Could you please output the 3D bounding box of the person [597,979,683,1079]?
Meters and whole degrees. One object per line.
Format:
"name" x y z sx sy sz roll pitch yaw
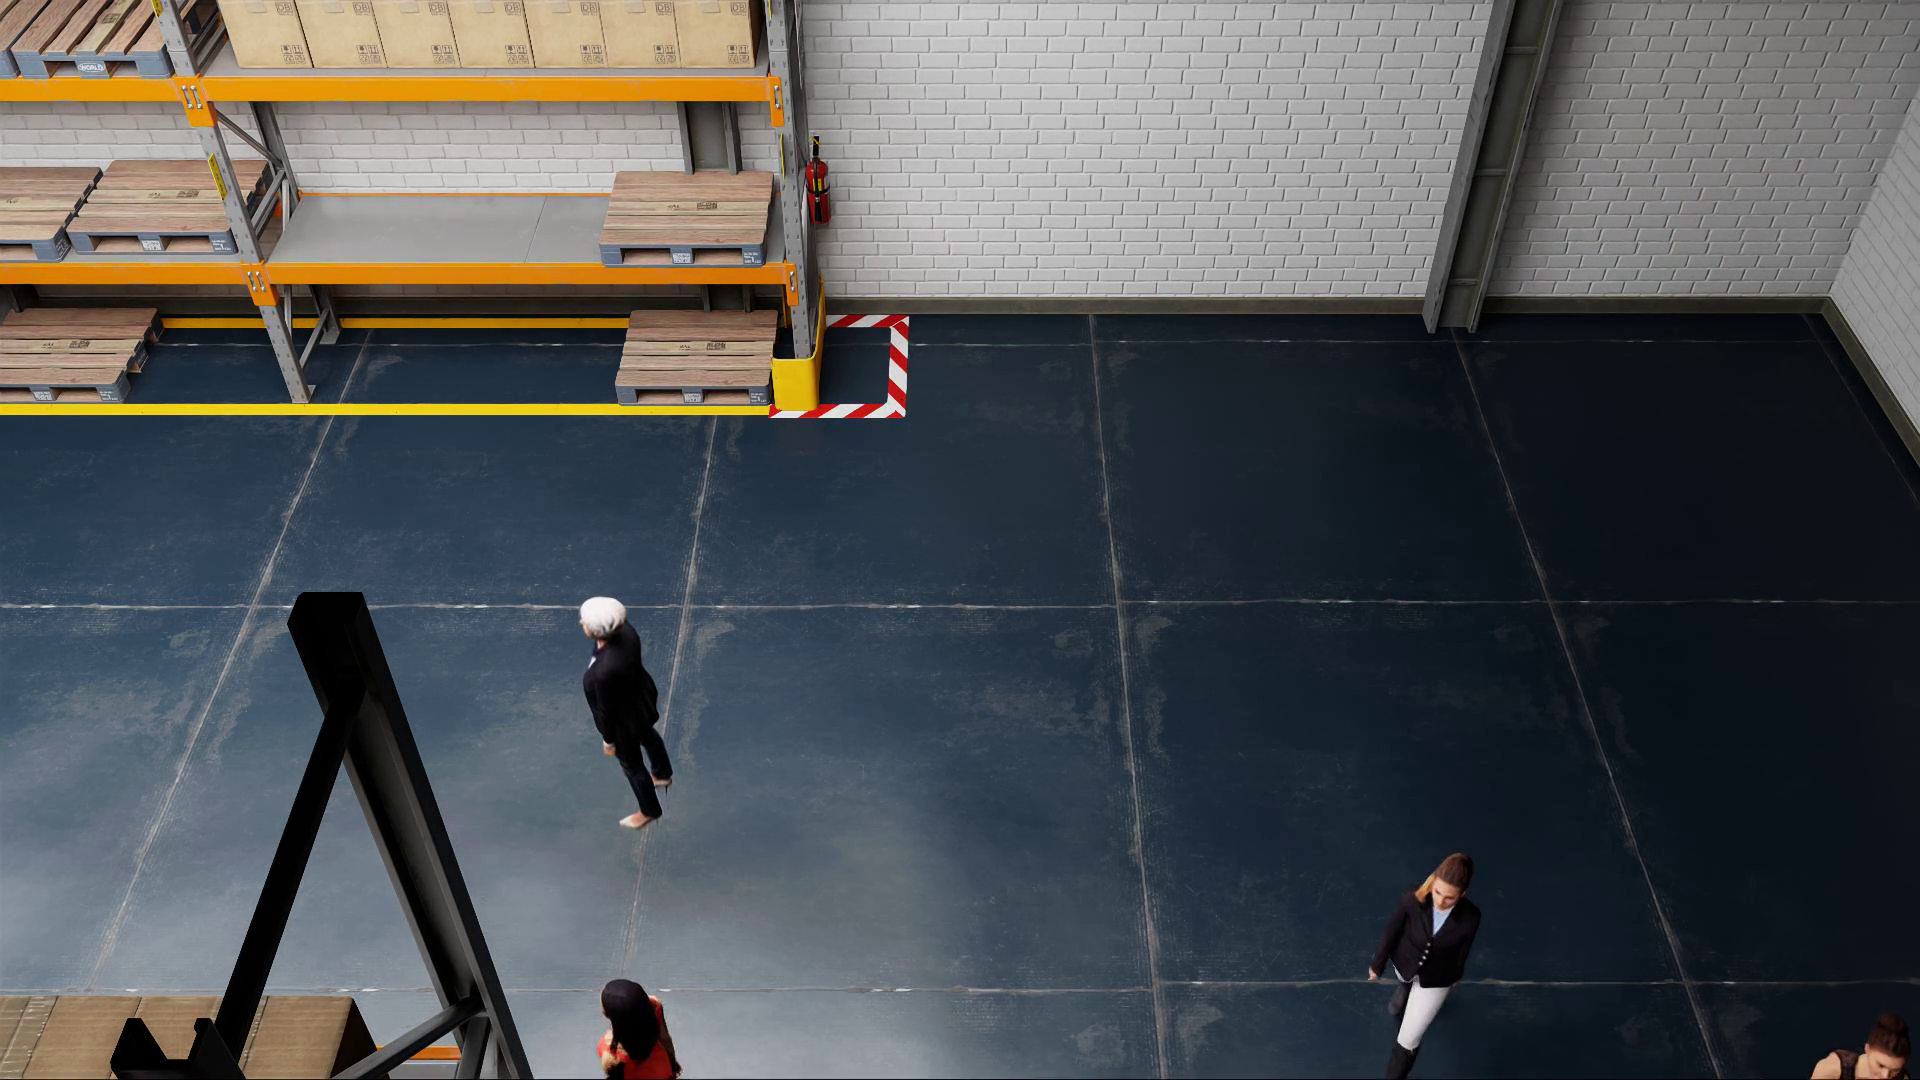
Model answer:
"person" -1.450 2.664 7.984 1.186 1.682 0.876 15 46 15

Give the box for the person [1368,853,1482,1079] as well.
"person" 2.377 2.137 8.543 1.219 1.672 1.051 20 47 20

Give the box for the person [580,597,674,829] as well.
"person" -1.797 0.886 9.013 0.646 1.779 0.758 7 44 8

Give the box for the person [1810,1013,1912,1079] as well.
"person" 4.143 2.719 7.942 0.894 1.658 0.746 8 44 9
